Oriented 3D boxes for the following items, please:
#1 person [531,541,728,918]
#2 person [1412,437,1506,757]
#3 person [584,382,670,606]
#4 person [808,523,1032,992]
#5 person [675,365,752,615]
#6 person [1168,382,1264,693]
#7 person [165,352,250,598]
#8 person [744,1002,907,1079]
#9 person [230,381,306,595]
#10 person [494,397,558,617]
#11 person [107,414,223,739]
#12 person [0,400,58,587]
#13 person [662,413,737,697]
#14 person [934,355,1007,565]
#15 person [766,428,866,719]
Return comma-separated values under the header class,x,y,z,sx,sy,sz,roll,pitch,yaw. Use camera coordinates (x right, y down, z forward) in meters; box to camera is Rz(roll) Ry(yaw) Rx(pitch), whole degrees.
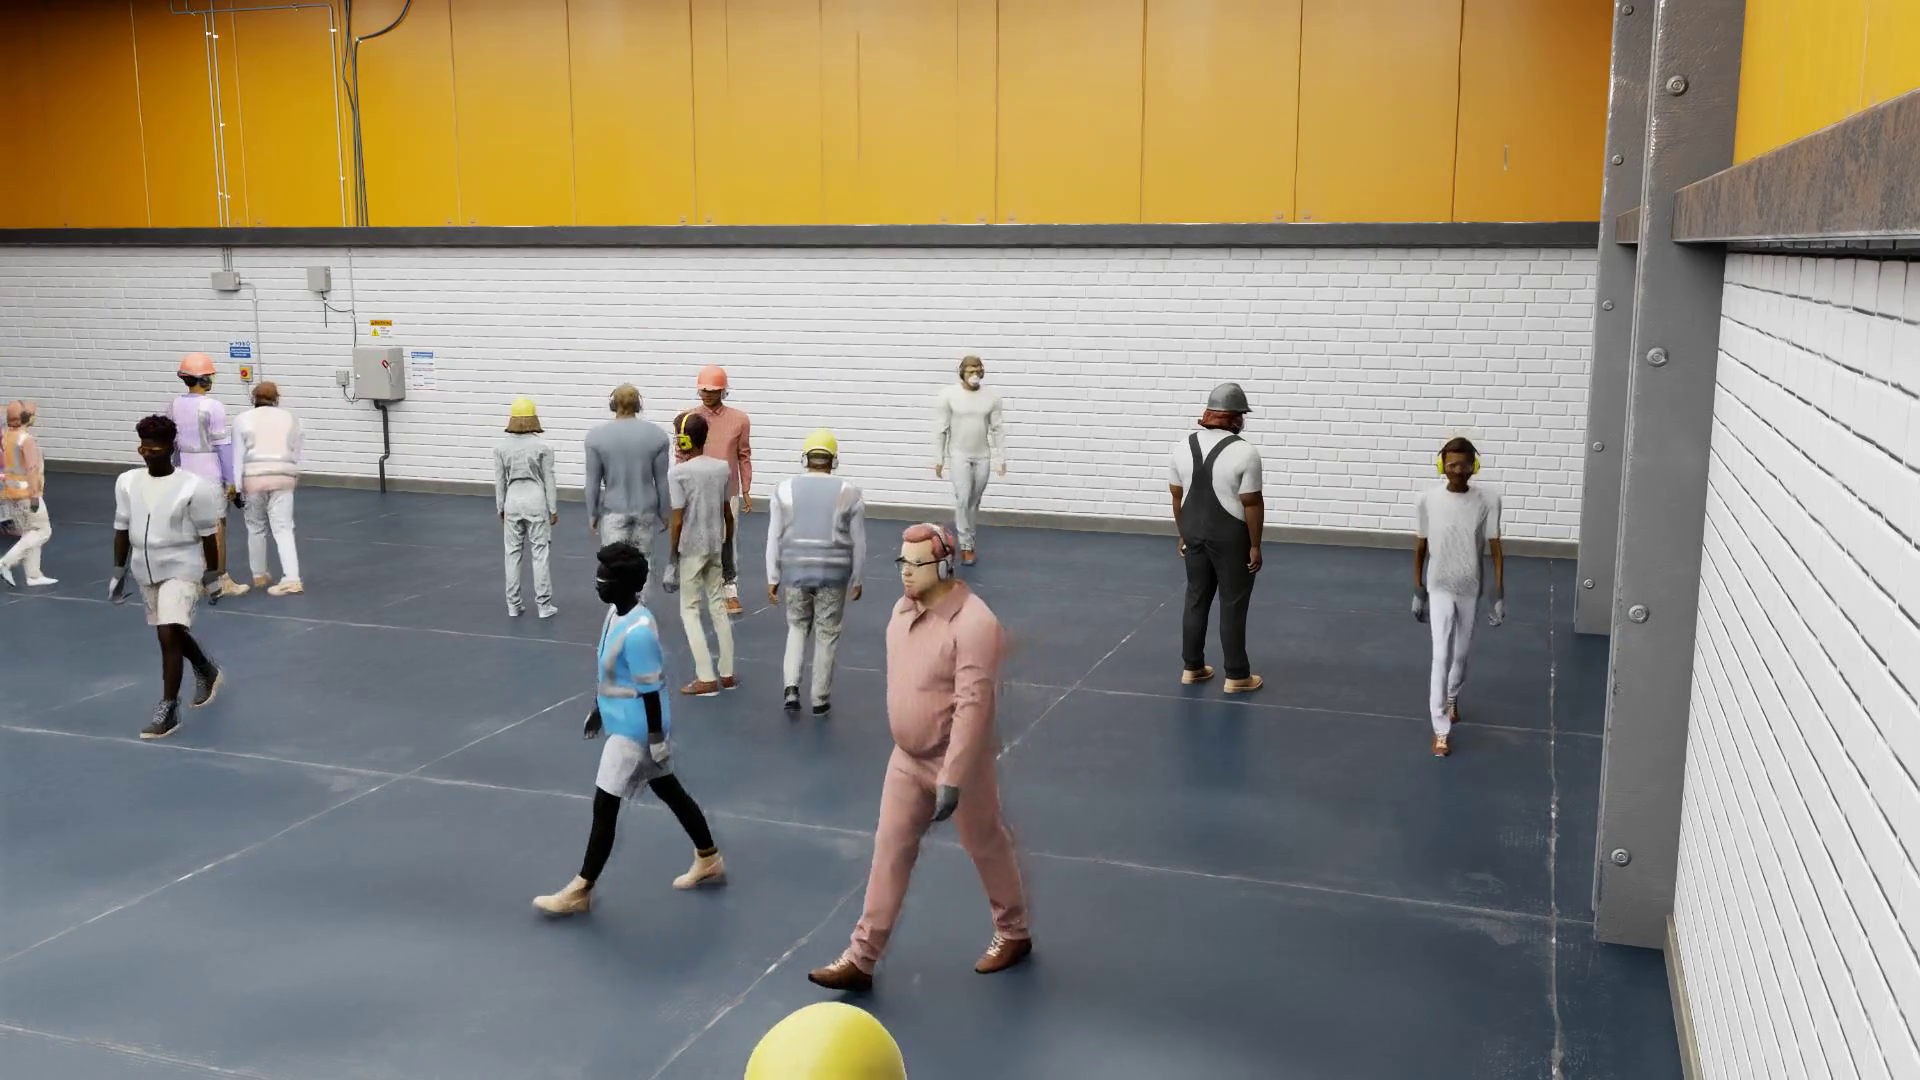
class,x,y,z,sx,sy,sz,roll,pitch,yaw
person,-1.440,0.814,7.342,0.886,1.652,0.536,-3,10,-16
person,2.941,0.283,9.831,0.531,1.836,0.918,2,10,12
person,-2.440,-0.201,12.312,0.639,1.924,0.610,-3,11,-18
person,-0.112,0.860,6.511,1.018,1.855,0.661,-9,13,-41
person,-1.943,-0.393,13.171,0.613,1.991,0.391,-3,10,-15
person,1.748,-0.029,10.986,0.689,2.000,0.537,10,14,44
person,-6.259,-0.534,13.810,0.607,2.048,0.366,4,11,21
person,-0.168,1.573,2.410,0.605,1.881,0.961,6,12,32
person,-5.835,-0.440,14.059,0.648,1.788,0.807,-6,12,-32
person,-3.404,-0.254,13.111,0.485,1.739,0.318,1,10,4
person,-4.821,0.170,10.195,0.606,1.928,0.965,2,10,10
person,-7.980,-0.372,14.103,0.519,1.626,0.475,8,13,39
person,-1.643,0.100,10.829,0.314,1.840,0.649,10,14,43
person,0.133,-0.725,15.242,0.655,1.915,0.722,-4,11,-20
person,-0.879,0.214,10.311,0.601,1.804,0.452,1,10,6
